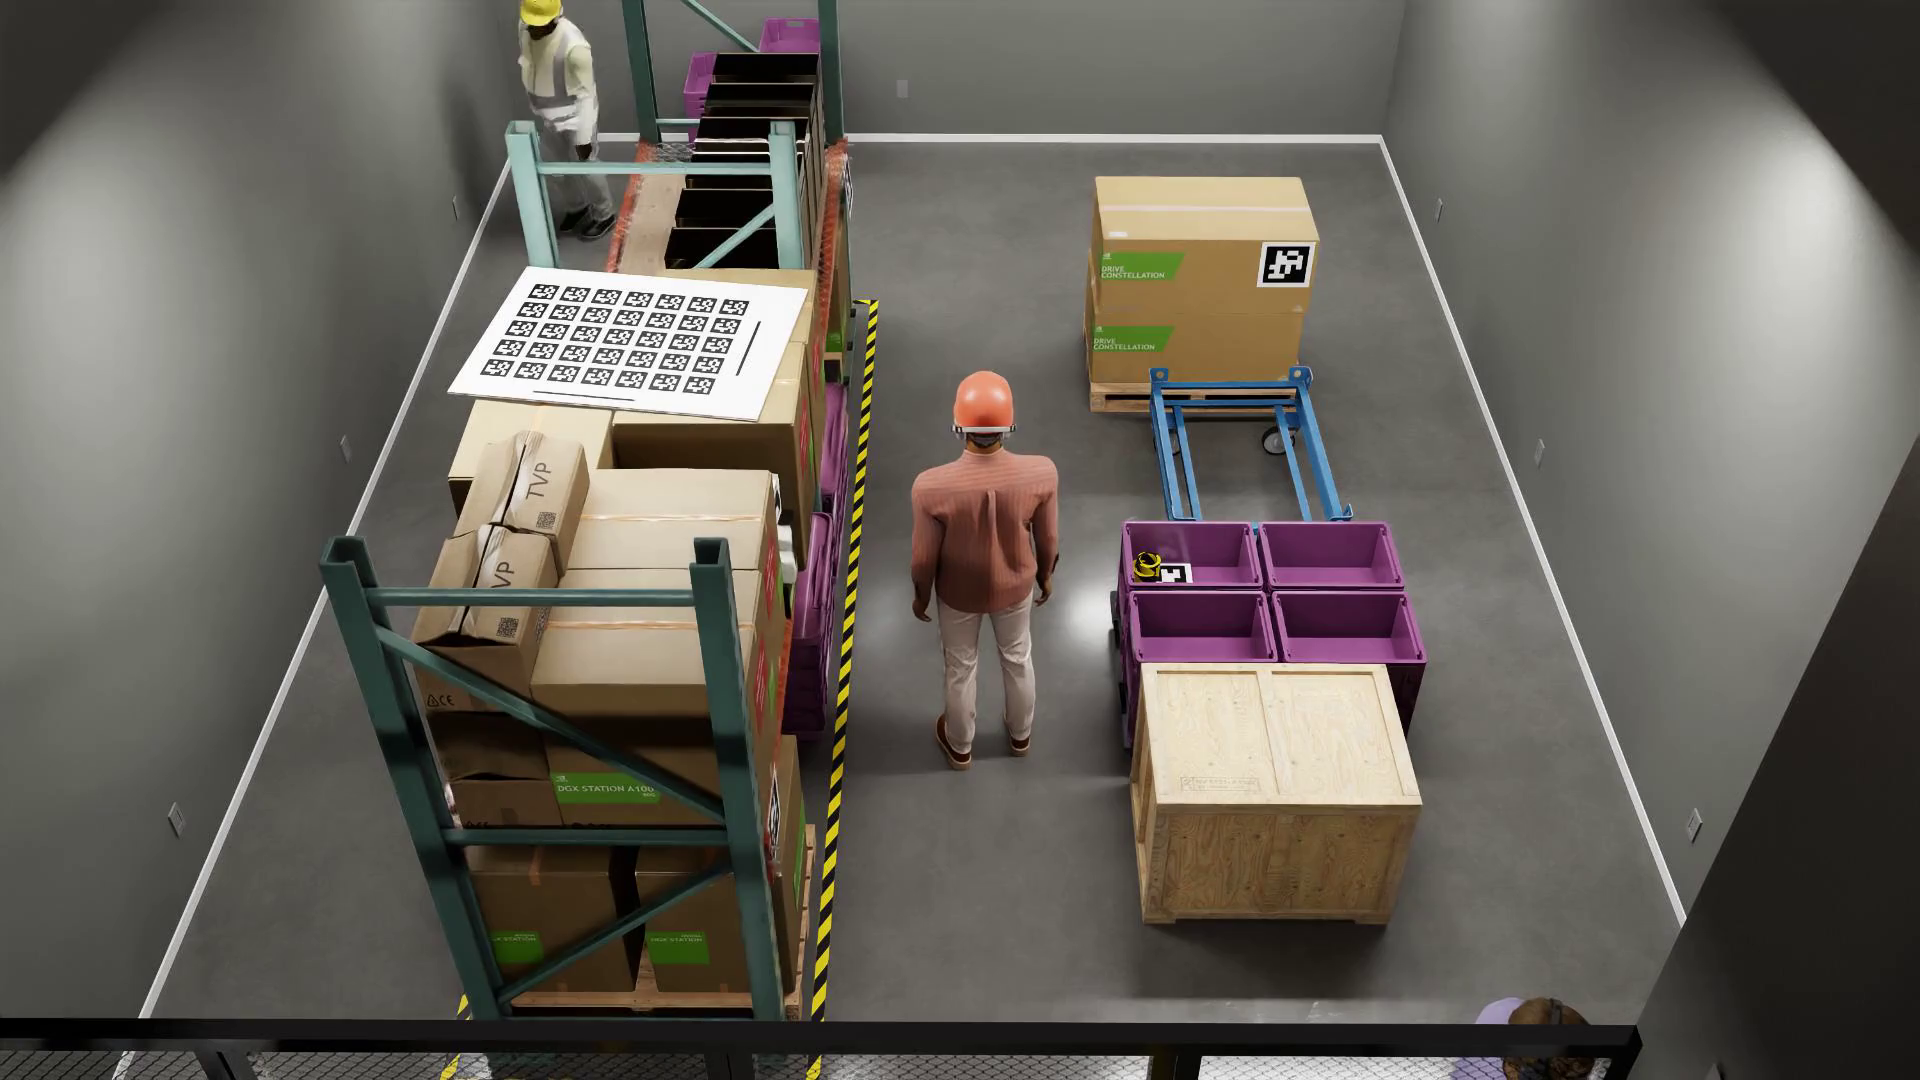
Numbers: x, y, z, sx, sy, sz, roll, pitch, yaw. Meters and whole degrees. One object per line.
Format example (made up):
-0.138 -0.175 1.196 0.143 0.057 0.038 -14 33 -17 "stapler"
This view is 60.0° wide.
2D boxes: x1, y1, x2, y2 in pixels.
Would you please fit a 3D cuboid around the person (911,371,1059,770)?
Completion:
0.094 0.154 6.895 0.619 1.992 0.396 -9 42 -10 "person"

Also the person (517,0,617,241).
-2.412 -2.612 10.202 0.614 1.787 0.535 27 48 27 "person"

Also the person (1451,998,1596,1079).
1.527 1.940 4.902 0.372 1.940 0.630 11 42 12 "person"
